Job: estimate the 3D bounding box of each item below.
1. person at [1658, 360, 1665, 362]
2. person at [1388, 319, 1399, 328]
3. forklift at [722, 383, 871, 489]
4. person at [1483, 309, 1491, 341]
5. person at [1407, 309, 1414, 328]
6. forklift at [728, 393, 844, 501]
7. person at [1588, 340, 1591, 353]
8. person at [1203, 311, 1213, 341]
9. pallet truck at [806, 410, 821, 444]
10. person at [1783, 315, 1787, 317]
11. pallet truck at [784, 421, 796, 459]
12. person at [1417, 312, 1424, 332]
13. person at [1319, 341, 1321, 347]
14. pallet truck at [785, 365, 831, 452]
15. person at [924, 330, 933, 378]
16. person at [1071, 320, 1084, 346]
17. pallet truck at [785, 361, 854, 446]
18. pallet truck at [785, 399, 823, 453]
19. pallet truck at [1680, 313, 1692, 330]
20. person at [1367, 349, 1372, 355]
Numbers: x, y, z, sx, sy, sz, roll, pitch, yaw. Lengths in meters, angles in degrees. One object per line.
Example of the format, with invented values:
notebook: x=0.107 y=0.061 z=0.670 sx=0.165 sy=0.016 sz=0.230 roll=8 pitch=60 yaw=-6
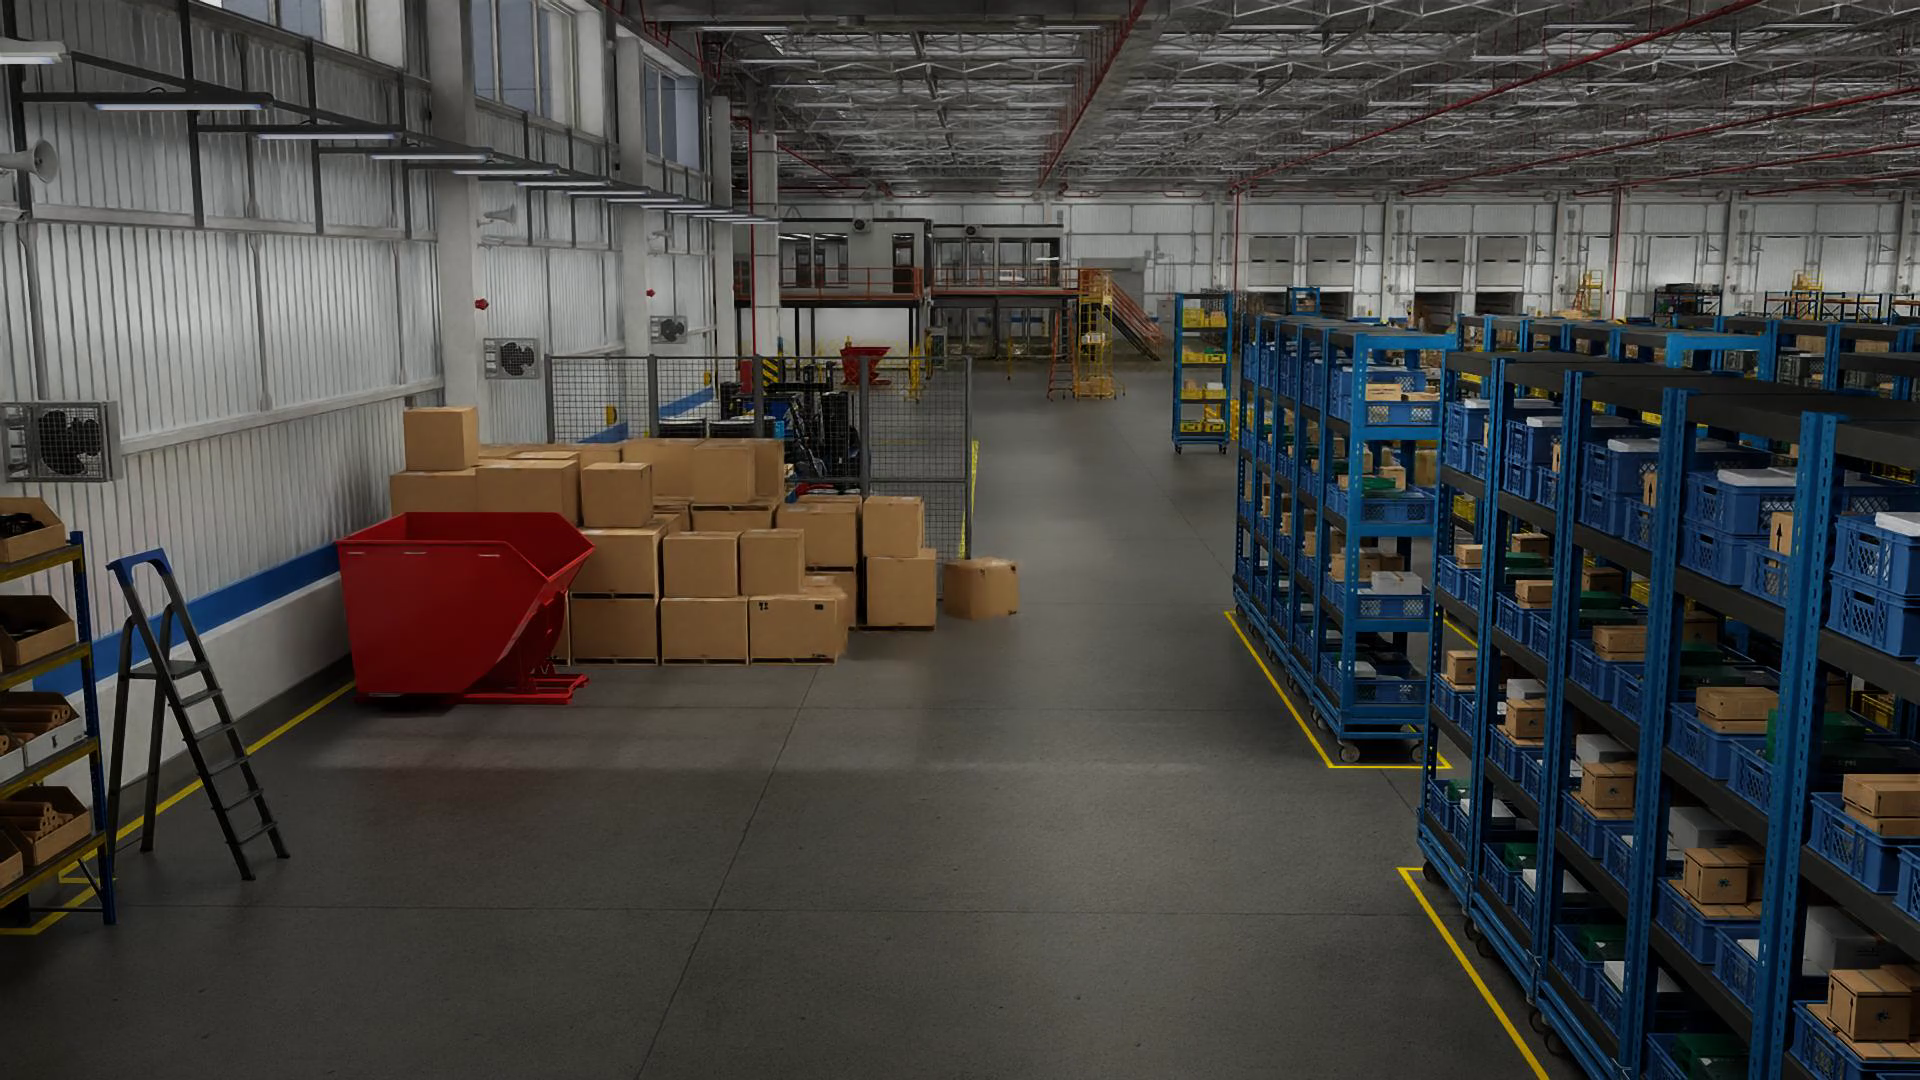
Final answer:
person: x=16.499 y=-3.253 z=39.390 sx=1.038 sy=1.997 sz=0.614 roll=-1 pitch=9 yaw=-8
person: x=20.313 y=-9.432 z=77.954 sx=0.934 sy=1.849 sz=0.583 roll=-8 pitch=12 yaw=-39
forklift: x=-2.893 y=-1.687 z=28.729 sx=2.680 sy=1.987 sz=1.157 roll=0 pitch=9 yaw=-1
person: x=30.744 y=-12.506 z=96.903 sx=0.429 sy=1.841 sz=0.633 roll=-2 pitch=9 yaw=-10
person: x=25.558 y=-12.166 z=94.579 sx=0.389 sy=1.919 sz=0.591 roll=9 pitch=13 yaw=43
forklift: x=-2.979 y=-1.316 z=26.476 sx=2.680 sy=1.987 sz=1.157 roll=0 pitch=9 yaw=1
person: x=24.552 y=-7.247 z=64.546 sx=0.969 sy=1.824 sz=0.539 roll=3 pitch=10 yaw=20
person: x=14.474 y=-12.519 z=97.187 sx=0.643 sy=1.784 sz=0.962 roll=-8 pitch=12 yaw=-39
pallet truck: x=-3.559 y=-2.018 z=33.905 sx=1.522 sy=1.261 sz=0.704 roll=0 pitch=9 yaw=-1
person: x=40.387 y=-10.060 z=81.518 sx=0.372 sy=1.940 sz=0.627 roll=-4 pitch=10 yaw=-25
pallet truck: x=-4.013 y=-1.793 z=32.705 sx=1.601 sy=1.201 sz=0.680 roll=0 pitch=9 yaw=1
person: x=24.784 y=-11.363 z=89.834 sx=0.544 sy=1.848 sz=0.652 roll=-9 pitch=13 yaw=-44
person: x=17.314 y=-9.659 z=79.152 sx=0.513 sy=1.905 sz=0.590 roll=2 pitch=9 yaw=11
pallet truck: x=-3.774 y=-2.976 z=37.635 sx=1.885 sy=1.965 sz=0.823 roll=1 pitch=9 yaw=5
person: x=-1.221 y=-7.153 z=63.875 sx=0.329 sy=1.842 sz=0.518 roll=3 pitch=10 yaw=20
person: x=6.439 y=-11.474 z=90.605 sx=1.009 sy=1.824 sz=0.613 roll=1 pitch=9 yaw=4
pallet truck: x=-3.410 y=-3.193 z=38.978 sx=1.885 sy=1.965 sz=0.823 roll=0 pitch=9 yaw=-1
pallet truck: x=-3.814 y=-2.432 z=36.419 sx=1.630 sy=1.274 sz=0.653 roll=0 pitch=9 yaw=1
pallet truck: x=36.315 y=-10.531 z=84.244 sx=0.823 sy=1.965 sz=1.885 roll=-6 pitch=11 yaw=-33
person: x=15.977 y=-7.464 z=65.730 sx=1.010 sy=1.865 sz=0.589 roll=4 pitch=10 yaw=21
